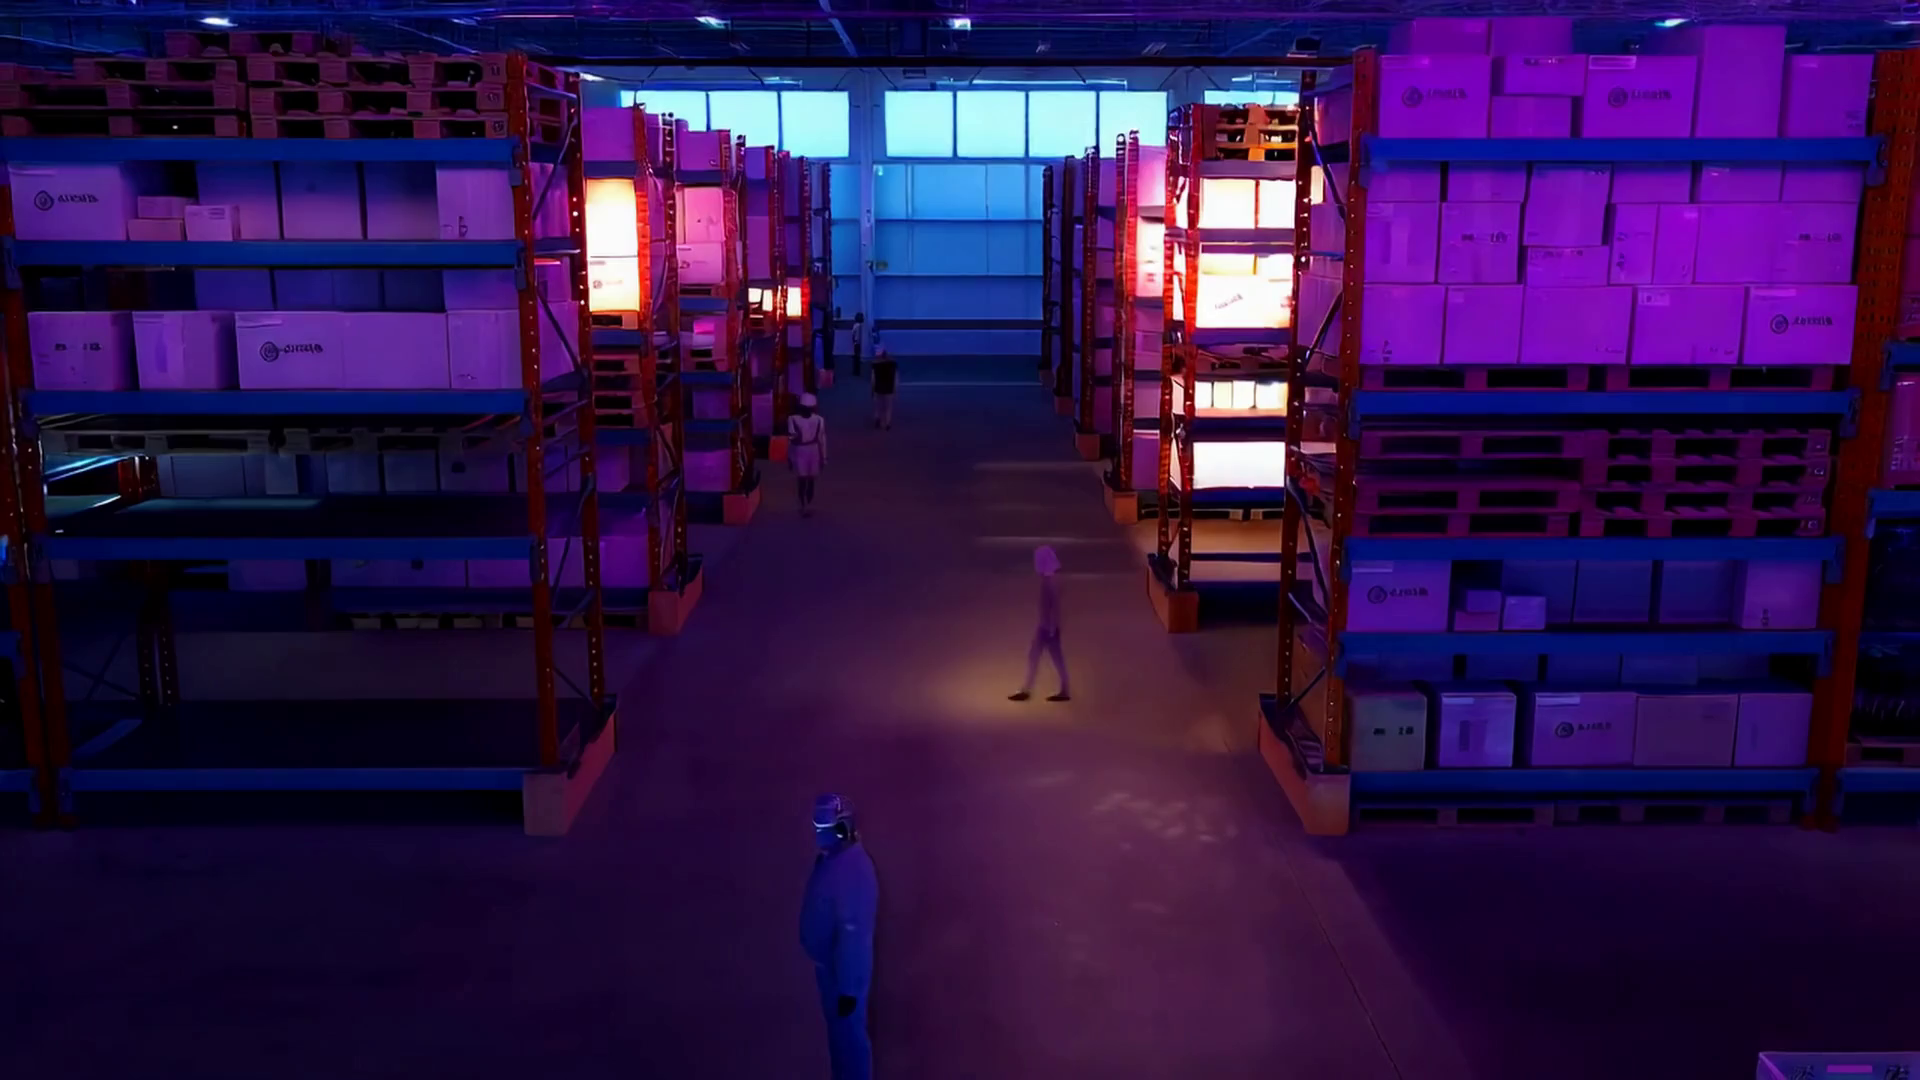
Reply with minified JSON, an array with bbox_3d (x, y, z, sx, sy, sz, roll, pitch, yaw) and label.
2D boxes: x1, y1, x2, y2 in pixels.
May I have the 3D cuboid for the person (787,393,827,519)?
[{"bbox_3d":[-2.408,-1.333,26.429,0.631,2.022,0.621,-4,12,-21],"label":"person"}]

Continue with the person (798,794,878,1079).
[{"bbox_3d":[-0.658,2.269,8.877,0.408,1.908,0.645,-4,12,-17],"label":"person"}]

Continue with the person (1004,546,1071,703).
[{"bbox_3d":[0.777,0.855,16.632,0.750,1.602,0.537,2,12,8],"label":"person"}]

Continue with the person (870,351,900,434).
[{"bbox_3d":[-1.638,-3.218,36.337,0.656,1.813,0.450,-3,12,-14],"label":"person"}]

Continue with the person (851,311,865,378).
[{"bbox_3d":[-2.953,-5.659,48.155,0.391,1.914,0.587,-1,11,-7],"label":"person"}]
